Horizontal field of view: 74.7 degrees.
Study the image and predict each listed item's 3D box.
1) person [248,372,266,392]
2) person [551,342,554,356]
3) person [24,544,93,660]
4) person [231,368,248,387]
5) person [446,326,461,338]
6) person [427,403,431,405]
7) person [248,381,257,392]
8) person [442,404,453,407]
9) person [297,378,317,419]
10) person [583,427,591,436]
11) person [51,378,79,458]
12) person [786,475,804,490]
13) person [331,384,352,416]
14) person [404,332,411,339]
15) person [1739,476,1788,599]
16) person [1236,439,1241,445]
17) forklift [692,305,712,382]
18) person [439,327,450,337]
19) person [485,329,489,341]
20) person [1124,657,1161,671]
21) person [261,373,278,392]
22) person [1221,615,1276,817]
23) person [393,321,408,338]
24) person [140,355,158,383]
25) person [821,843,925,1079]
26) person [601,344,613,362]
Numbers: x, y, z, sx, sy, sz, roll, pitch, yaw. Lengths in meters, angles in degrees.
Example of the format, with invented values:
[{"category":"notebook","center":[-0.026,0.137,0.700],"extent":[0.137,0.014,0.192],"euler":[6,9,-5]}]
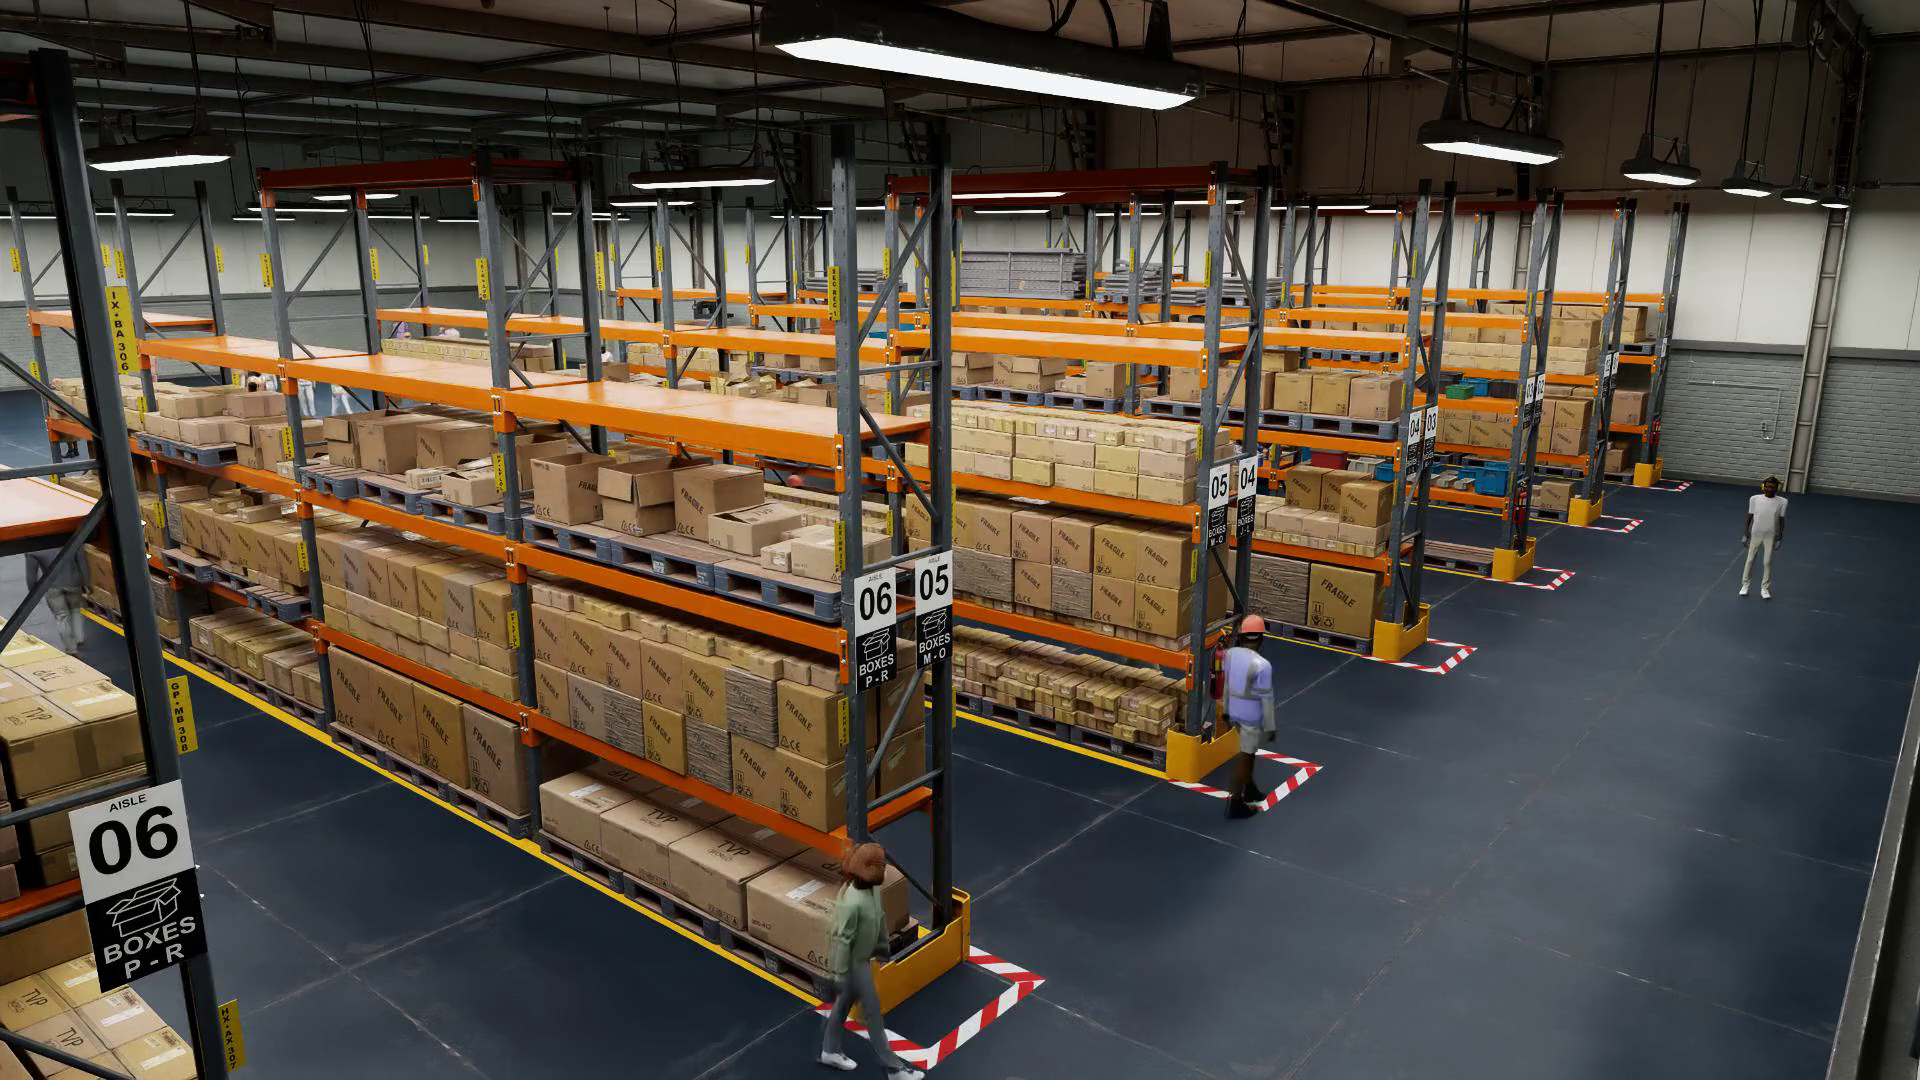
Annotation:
[{"category":"person","center":[-20.389,-4.224,36.586],"extent":[0.911,1.638,0.537],"euler":[10,17,37]},{"category":"person","center":[-14.609,-6.541,45.664],"extent":[0.380,1.856,0.569],"euler":[2,14,8]},{"category":"person","center":[-11.580,0.595,16.173],"extent":[0.583,1.919,0.667],"euler":[11,18,38]},{"category":"person","center":[-23.718,-5.400,41.436],"extent":[0.542,1.624,0.366],"euler":[-13,19,-43]},{"category":"person","center":[-20.481,-7.872,51.071],"extent":[0.665,1.888,0.433],"euler":[4,14,15]},{"category":"person","center":[-16.315,-4.968,38.909],"extent":[0.396,1.992,0.622],"euler":[7,15,25]},{"category":"person","center":[-17.086,-2.911,30.644],"extent":[0.699,1.904,0.599],"euler":[7,15,27]},{"category":"person","center":[-15.720,-4.672,38.432],"extent":[0.515,1.638,0.315],"euler":[3,14,12]},{"category":"person","center":[-19.257,-4.458,36.993],"extent":[0.651,1.902,0.950],"euler":[-9,16,-33]},{"category":"person","center":[-9.220,-3.109,31.652],"extent":[0.743,1.803,0.616],"euler":[-7,15,-27]},{"category":"person","center":[-22.011,-2.999,30.927],"extent":[0.357,1.936,0.551],"euler":[-2,14,-10]},{"category":"person","center":[-2.403,-0.028,18.845],"extent":[0.989,1.890,0.552],"euler":[10,17,35]},{"category":"person","center":[-18.383,-4.375,37.309],"extent":[0.867,1.593,0.532],"euler":[7,15,26]},{"category":"person","center":[-19.890,-6.523,45.453],"extent":[0.626,1.928,1.071],"euler":[-1,14,-5]},{"category":"person","center":[12.097,-0.055,18.982],"extent":[0.510,1.862,0.320],"euler":[9,16,32]},{"category":"person","center":[6.934,-2.786,30.576],"extent":[0.631,1.682,0.543],"euler":[10,17,36]},{"category":"forklift","center":[-9.511,-7.392,47.124],"extent":[1.873,2.768,1.129],"euler":[11,17,38]},{"category":"person","center":[-19.760,-7.190,48.221],"extent":[0.409,1.913,0.651],"euler":[6,15,25]},{"category":"person","center":[-17.547,-6.940,47.156],"extent":[0.453,1.925,0.657],"euler":[-9,16,-33]},{"category":"person","center":[2.256,0.965,14.718],"extent":[1.000,1.885,0.658],"euler":[12,18,41]},{"category":"person","center":[-20.749,-4.560,37.783],"extent":[0.507,1.729,0.432],"euler":[-6,15,-22]},{"category":"person","center":[2.788,1.644,11.899],"extent":[0.712,1.897,0.605],"euler":[-7,15,-26]},{"category":"person","center":[-24.059,-8.716,54.224],"extent":[0.616,2.041,0.380],"euler":[-10,17,-35]},{"category":"person","center":[-26.428,-5.433,40.999],"extent":[0.410,1.913,0.643],"euler":[3,14,13]},{"category":"person","center":[-0.555,2.714,8.114],"extent":[0.818,1.591,0.520],"euler":[4,14,14]},{"category":"person","center":[-11.804,-5.561,41.695],"extent":[0.653,1.819,0.719],"euler":[1,14,2]}]
